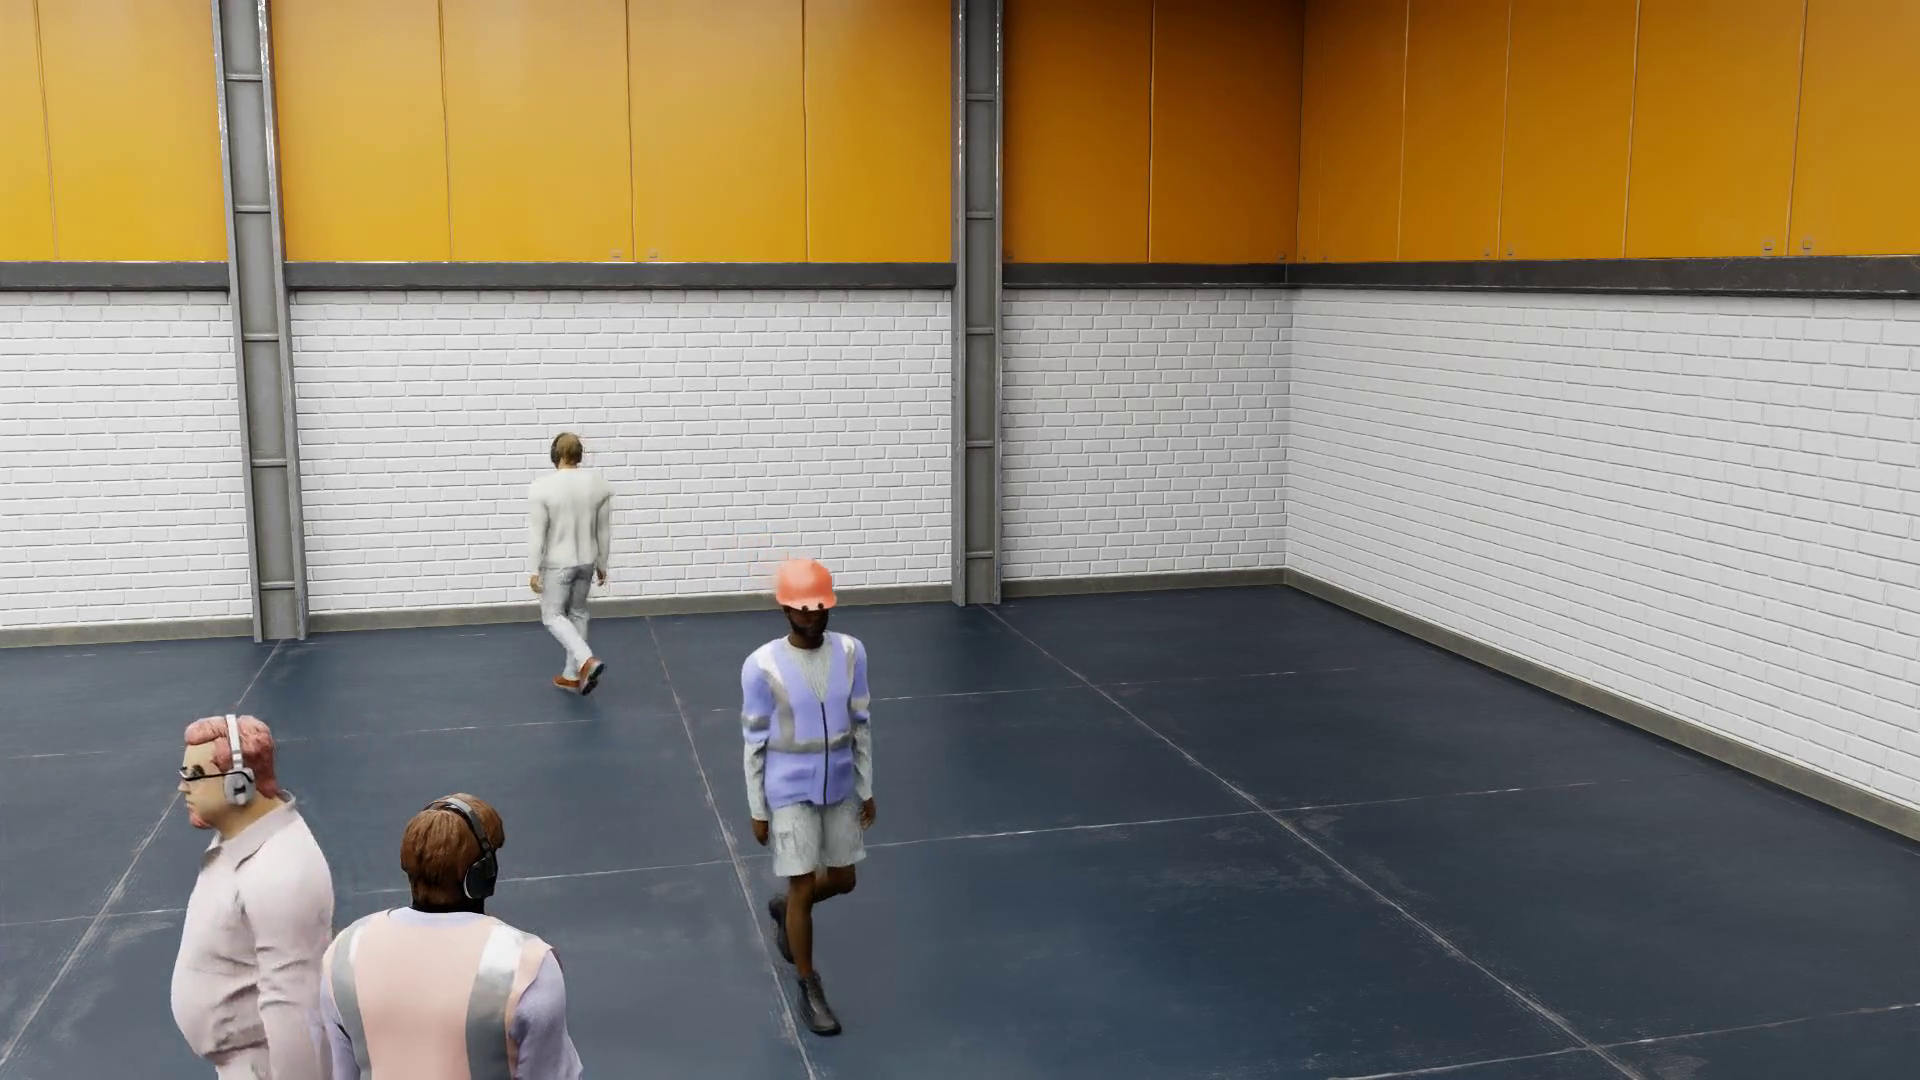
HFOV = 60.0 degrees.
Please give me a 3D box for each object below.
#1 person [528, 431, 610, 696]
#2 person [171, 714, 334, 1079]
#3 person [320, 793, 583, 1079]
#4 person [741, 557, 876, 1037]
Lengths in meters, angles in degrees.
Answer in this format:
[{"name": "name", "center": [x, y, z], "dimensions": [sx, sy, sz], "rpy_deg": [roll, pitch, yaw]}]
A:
[{"name": "person", "center": [-2.754, 0.184, 11.878], "dimensions": [0.639, 1.918, 0.675], "rpy_deg": [-9, 13, -44]}, {"name": "person", "center": [-1.833, 1.385, 4.461], "dimensions": [0.487, 1.897, 0.643], "rpy_deg": [-5, 10, -27]}, {"name": "person", "center": [-1.153, 1.495, 3.931], "dimensions": [0.627, 1.844, 0.429], "rpy_deg": [2, 9, 15]}, {"name": "person", "center": [-0.647, 0.994, 6.807], "dimensions": [0.549, 1.923, 0.683], "rpy_deg": [-6, 11, -31]}]
